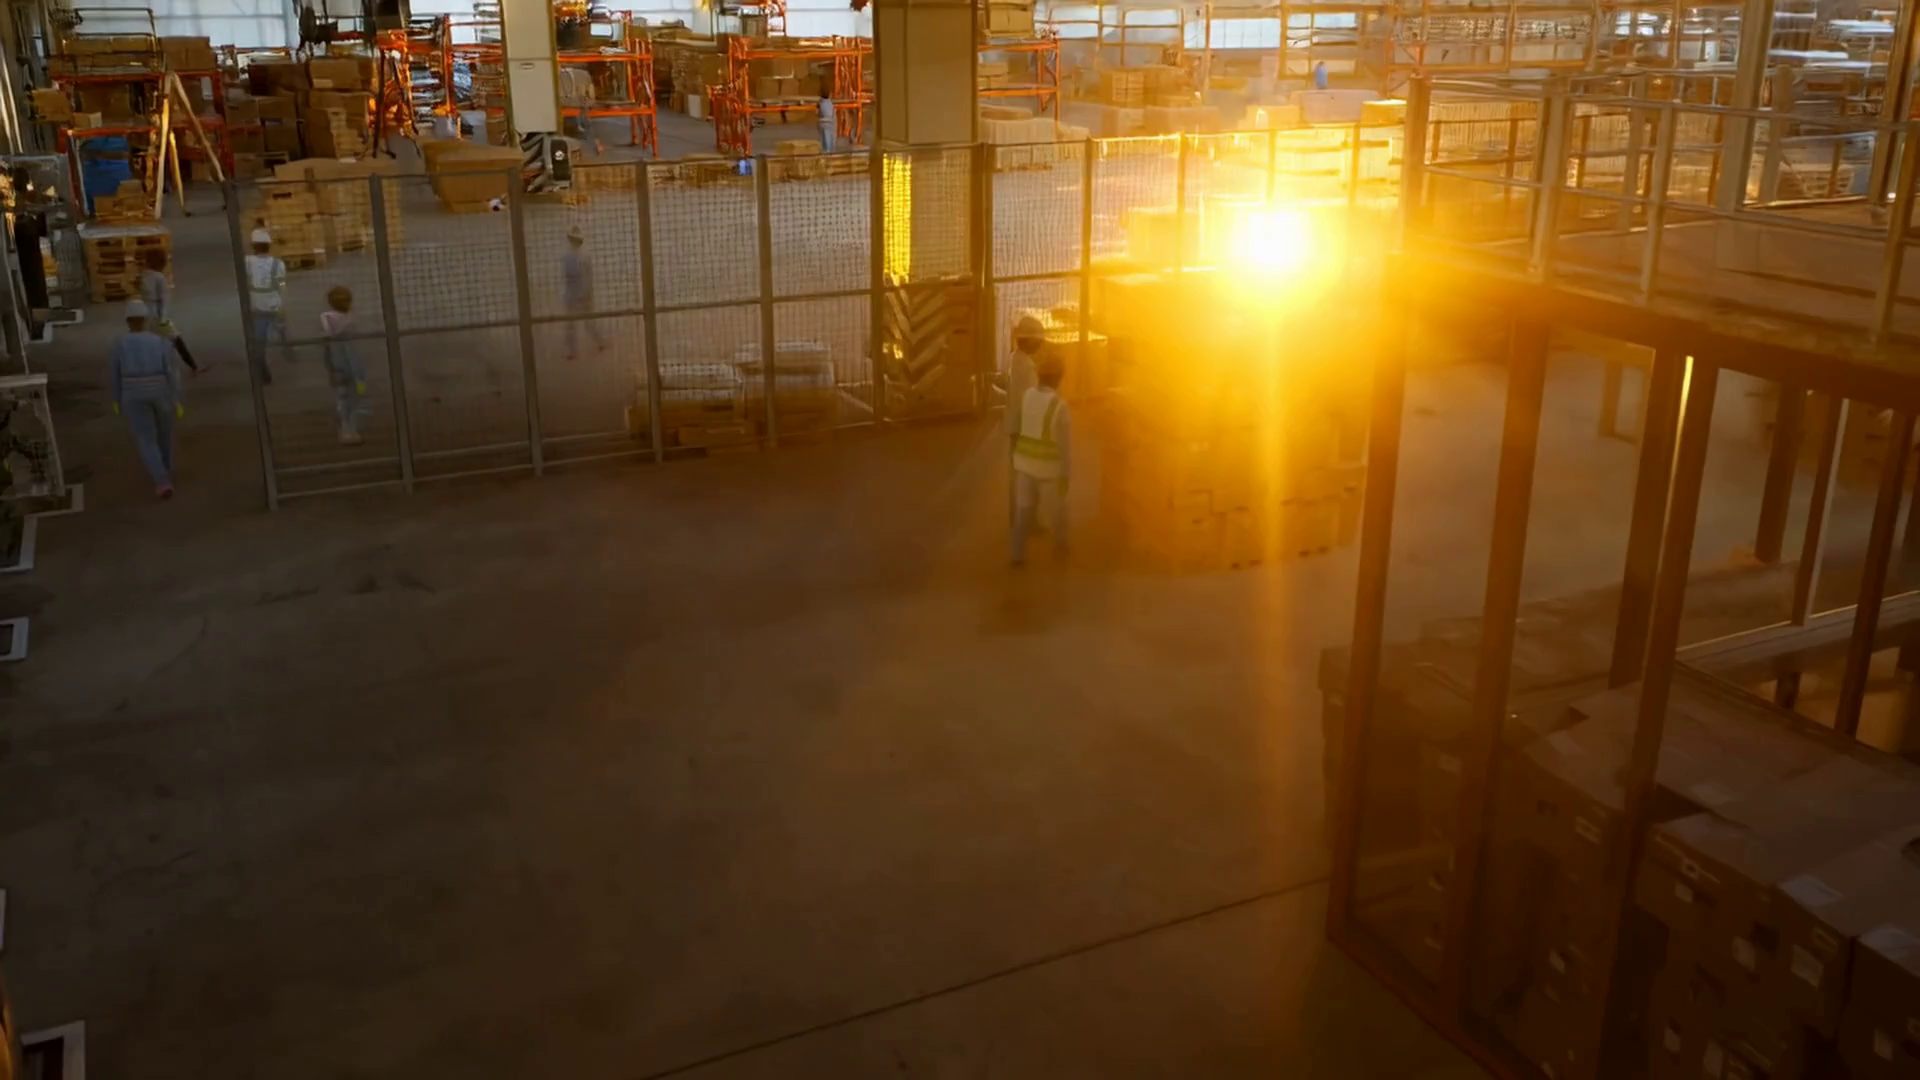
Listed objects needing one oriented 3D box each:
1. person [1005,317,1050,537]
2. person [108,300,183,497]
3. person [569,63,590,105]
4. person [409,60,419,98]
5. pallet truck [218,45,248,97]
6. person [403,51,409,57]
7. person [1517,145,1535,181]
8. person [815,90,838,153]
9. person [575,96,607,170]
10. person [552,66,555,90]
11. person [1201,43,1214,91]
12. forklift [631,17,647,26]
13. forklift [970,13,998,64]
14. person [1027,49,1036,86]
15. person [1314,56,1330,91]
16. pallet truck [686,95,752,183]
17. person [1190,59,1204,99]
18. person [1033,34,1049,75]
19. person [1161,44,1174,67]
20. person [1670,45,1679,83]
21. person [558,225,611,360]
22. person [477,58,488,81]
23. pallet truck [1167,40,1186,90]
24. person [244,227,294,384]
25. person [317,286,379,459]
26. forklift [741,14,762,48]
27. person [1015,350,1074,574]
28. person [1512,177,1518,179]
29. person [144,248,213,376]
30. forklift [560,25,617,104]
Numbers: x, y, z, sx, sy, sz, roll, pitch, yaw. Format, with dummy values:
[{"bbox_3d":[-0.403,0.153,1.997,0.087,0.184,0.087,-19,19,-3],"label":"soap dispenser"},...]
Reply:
[{"bbox_3d":[0.596,-1.023,14.972,0.375,1.995,0.611,-4,19,-11],"label":"person"},{"bbox_3d":[-7.915,-1.390,16.230,0.594,1.875,0.990,-15,24,-36],"label":"person"},{"bbox_3d":[-12.828,-15.188,56.143,0.650,1.916,0.486,-5,20,-15],"label":"person"},{"bbox_3d":[-20.241,-16.891,61.508,0.514,1.641,0.307,-6,20,-17],"label":"person"},{"bbox_3d":[-28.879,-18.665,66.111,0.823,1.965,1.885,-3,19,-9],"label":"pallet truck"},{"bbox_3d":[-24.397,-21.101,73.334,0.979,1.904,0.547,-4,19,-11],"label":"person"},{"bbox_3d":[10.202,-6.116,29.702,0.654,2.016,0.418,-4,20,-12],"label":"person"},{"bbox_3d":[-3.533,-10.943,43.956,0.628,1.846,0.429,-7,20,-19],"label":"person"},{"bbox_3d":[-9.413,-10.298,42.113,0.747,1.827,0.625,-11,22,-29],"label":"person"},{"bbox_3d":[-14.575,-16.064,58.700,0.630,1.922,0.658,-12,22,-31],"label":"person"},{"bbox_3d":[10.238,-19.537,68.728,0.354,1.936,0.635,-17,26,-41],"label":"person"},{"bbox_3d":[-14.037,-21.519,73.051,1.873,2.768,1.129,5,20,14],"label":"forklift"},{"bbox_3d":[0.835,-23.861,79.838,1.873,2.768,1.129,15,24,36],"label":"forklift"},{"bbox_3d":[2.904,-19.396,68.390,0.419,1.908,0.602,4,19,10],"label":"person"},{"bbox_3d":[12.959,-16.308,59.400,0.607,1.917,0.561,-15,24,-37],"label":"person"},{"bbox_3d":[-5.836,-9.608,39.856,0.823,1.965,1.885,10,22,27],"label":"pallet truck"},{"bbox_3d":[8.792,-16.997,61.734,0.538,1.690,0.322,-9,21,-24],"label":"person"},{"bbox_3d":[3.869,-23.120,79.128,1.071,1.940,0.625,-8,21,-23],"label":"person"},{"bbox_3d":[8.382,-19.114,67.474,0.604,1.951,0.666,-8,21,-21],"label":"person"},{"bbox_3d":[31.598,-21.059,73.604,0.530,1.617,0.352,-12,22,-30],"label":"person"},{"bbox_3d":[-4.993,-3.275,21.900,0.547,1.717,0.877,7,20,21],"label":"person"},{"bbox_3d":[-17.538,-16.865,61.276,0.324,1.742,0.492,15,24,36],"label":"person"},{"bbox_3d":[9.045,-19.971,69.895,0.823,1.965,1.885,-3,19,-8],"label":"pallet truck"},{"bbox_3d":[-8.580,-2.904,20.584,0.555,1.904,0.961,-3,19,-10],"label":"person"},{"bbox_3d":[-6.345,-1.716,17.222,0.657,1.830,0.430,17,25,39],"label":"person"},{"bbox_3d":[-9.802,-23.402,78.507,1.129,2.768,1.873,-9,21,-25],"label":"forklift"},{"bbox_3d":[0.735,-0.645,13.989,0.632,1.922,0.643,-17,25,-41],"label":"person"},{"bbox_3d":[8.486,-4.678,25.754,0.520,1.874,0.327,-5,20,-15],"label":"person"},{"bbox_3d":[-9.891,-2.797,20.624,0.913,1.638,0.543,-17,26,-41],"label":"person"},{"bbox_3d":[-14.053,-17.892,62.535,1.873,2.768,1.129,-9,21,-25],"label":"forklift"}]
